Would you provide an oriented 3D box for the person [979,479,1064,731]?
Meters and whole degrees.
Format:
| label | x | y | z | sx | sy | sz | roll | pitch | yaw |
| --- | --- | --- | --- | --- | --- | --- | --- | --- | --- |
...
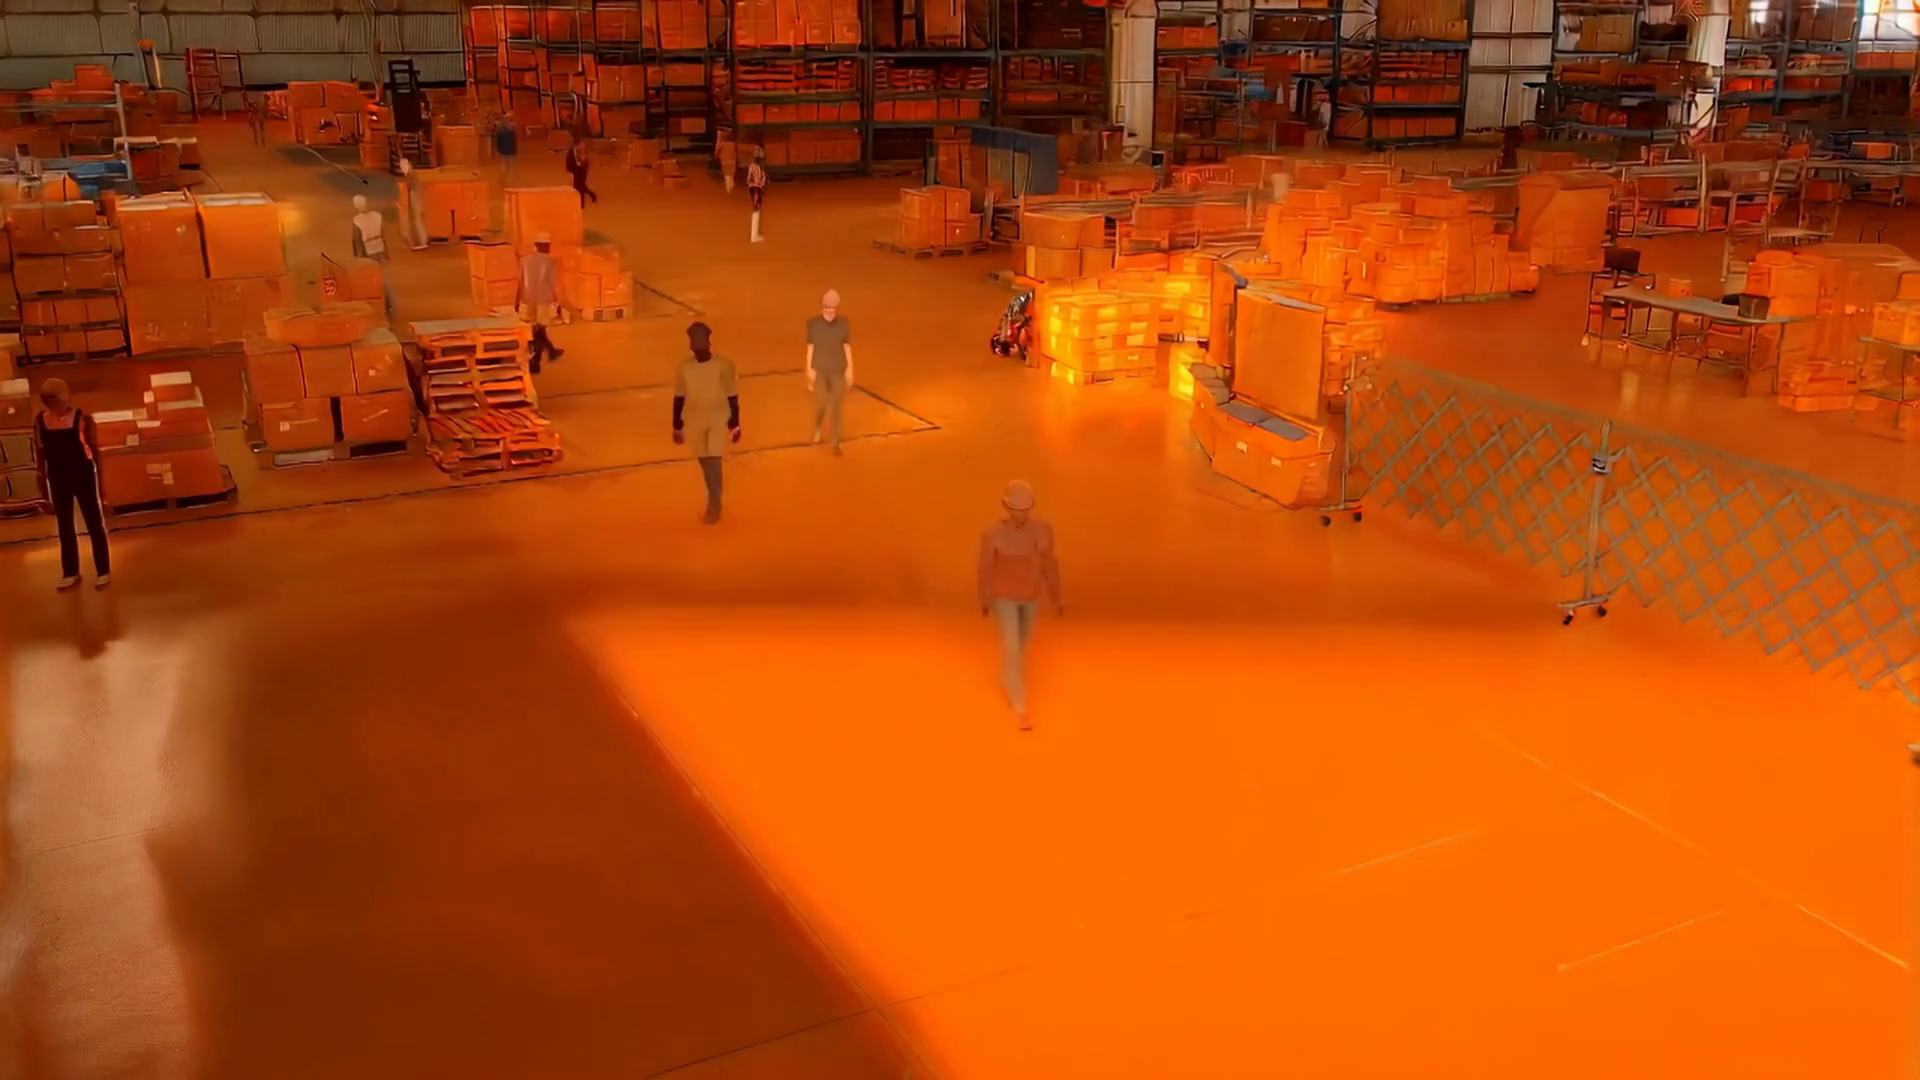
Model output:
| label | x | y | z | sx | sy | sz | roll | pitch | yaw |
| --- | --- | --- | --- | --- | --- | --- | --- | --- | --- |
| person | 0.415 | 0.412 | 11.421 | 0.534 | 1.714 | 0.905 | -6 | 19 | -17 |

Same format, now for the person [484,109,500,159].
| label | x | y | z | sx | sy | sz | roll | pitch | yaw |
| --- | --- | --- | --- | --- | --- | --- | --- | --- | --- |
| person | -15.071 | -13.127 | 53.804 | 0.824 | 1.595 | 0.545 | 16 | 24 | 42 |

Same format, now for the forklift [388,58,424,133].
| label | x | y | z | sx | sy | sz | roll | pitch | yaw |
| --- | --- | --- | --- | --- | --- | --- | --- | --- | --- |
| forklift | -21.809 | -17.459 | 65.263 | 1.129 | 2.768 | 1.873 | -9 | 20 | -26 |

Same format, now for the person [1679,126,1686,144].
| label | x | y | z | sx | sy | sz | roll | pitch | yaw |
| --- | --- | --- | --- | --- | --- | --- | --- | --- | --- |
| person | 21.231 | -11.549 | 48.720 | 0.914 | 1.715 | 0.530 | 3 | 18 | 9 |

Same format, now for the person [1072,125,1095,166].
| label | x | y | z | sx | sy | sz | roll | pitch | yaw |
| --- | --- | --- | --- | --- | --- | --- | --- | --- | --- |
| person | 3.292 | -10.087 | 44.060 | 0.945 | 1.788 | 0.592 | -11 | 21 | -32 |

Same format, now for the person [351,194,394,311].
| label | x | y | z | sx | sy | sz | roll | pitch | yaw |
| --- | --- | --- | --- | --- | --- | --- | --- | --- | --- |
| person | -9.651 | -4.668 | 27.023 | 1.004 | 1.862 | 0.610 | 9 | 20 | 25 |

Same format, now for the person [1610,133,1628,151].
| label | x | y | z | sx | sy | sz | roll | pitch | yaw |
| --- | --- | --- | --- | --- | --- | --- | --- | --- | --- |
| person | 20.785 | -12.736 | 52.482 | 0.546 | 1.661 | 0.752 | 12 | 21 | 32 |

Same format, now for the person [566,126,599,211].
| label | x | y | z | sx | sy | sz | roll | pitch | yaw |
| --- | --- | --- | --- | --- | --- | --- | --- | --- | --- |
| person | -9.167 | -9.010 | 40.278 | 0.720 | 2.000 | 0.694 | -7 | 19 | -22 |

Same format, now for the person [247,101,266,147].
| label | x | y | z | sx | sy | sz | roll | pitch | yaw |
| --- | --- | --- | --- | --- | --- | --- | --- | --- | --- |
| person | -24.876 | -14.703 | 58.751 | 0.545 | 1.588 | 0.888 | -14 | 22 | -36 |

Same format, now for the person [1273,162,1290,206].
| label | x | y | z | sx | sy | sz | roll | pitch | yaw |
| --- | --- | --- | --- | --- | --- | --- | --- | --- | --- |
| person | 6.938 | -7.302 | 35.669 | 0.842 | 1.580 | 0.519 | -9 | 20 | -26 |

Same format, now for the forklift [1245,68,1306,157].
| label | x | y | z | sx | sy | sz | roll | pitch | yaw |
| --- | --- | --- | --- | --- | --- | --- | --- | --- | --- |
| forklift | 10.528 | -14.181 | 55.044 | 1.129 | 2.768 | 1.873 | -9 | 20 | -26 |

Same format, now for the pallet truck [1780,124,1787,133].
| label | x | y | z | sx | sy | sz | roll | pitch | yaw |
| --- | --- | --- | --- | --- | --- | --- | --- | --- | --- |
| pallet truck | 25.206 | -12.542 | 52.601 | 1.601 | 1.201 | 0.680 | 0 | 18 | -2 |

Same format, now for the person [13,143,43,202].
| label | x | y | z | sx | sy | sz | roll | pitch | yaw |
| --- | --- | --- | --- | --- | --- | --- | --- | --- | --- |
| person | -20.758 | -7.910 | 37.123 | 0.571 | 1.876 | 0.353 | 0 | 18 | -1 |

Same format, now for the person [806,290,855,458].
| label | x | y | z | sx | sy | sz | roll | pitch | yaw |
| --- | --- | --- | --- | --- | --- | --- | --- | --- | --- |
| person | -1.423 | -1.827 | 18.207 | 0.520 | 1.848 | 0.435 | -5 | 18 | -14 |

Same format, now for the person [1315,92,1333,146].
| label | x | y | z | sx | sy | sz | roll | pitch | yaw |
| --- | --- | --- | --- | --- | --- | --- | --- | --- | --- |
| person | 12.839 | -14.738 | 58.339 | 0.541 | 1.919 | 0.552 | -10 | 20 | -28 |

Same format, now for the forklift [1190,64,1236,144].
| label | x | y | z | sx | sy | sz | roll | pitch | yaw |
| --- | --- | --- | --- | --- | --- | --- | --- | --- | --- |
| forklift | 9.147 | -15.252 | 58.383 | 1.129 | 2.768 | 1.873 | -9 | 20 | -27 |

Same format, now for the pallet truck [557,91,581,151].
| label | x | y | z | sx | sy | sz | roll | pitch | yaw |
| --- | --- | --- | --- | --- | --- | --- | --- | --- | --- |
| pallet truck | -13.495 | -14.412 | 57.188 | 0.823 | 1.965 | 1.885 | -3 | 18 | -9 |

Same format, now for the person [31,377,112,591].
| label | x | y | z | sx | sy | sz | roll | pitch | yaw |
| --- | --- | --- | --- | --- | --- | --- | --- | --- | --- |
| person | -7.468 | -0.474 | 13.985 | 0.516 | 1.841 | 0.326 | -3 | 18 | -9 |

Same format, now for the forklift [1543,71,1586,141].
| label | x | y | z | sx | sy | sz | roll | pitch | yaw |
| --- | --- | --- | --- | --- | --- | --- | --- | --- | --- |
| forklift | 18.685 | -13.231 | 52.085 | 1.873 | 2.768 | 1.129 | -9 | 20 | -26 |

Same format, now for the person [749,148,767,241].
| label | x | y | z | sx | sy | sz | roll | pitch | yaw |
| --- | --- | --- | --- | --- | --- | --- | --- | --- | --- |
| person | -4.250 | -7.269 | 35.040 | 0.385 | 1.930 | 0.539 | -3 | 18 | -9 |

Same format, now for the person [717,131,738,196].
| label | x | y | z | sx | sy | sz | roll | pitch | yaw |
| --- | --- | --- | --- | --- | --- | --- | --- | --- | --- |
| person | -6.060 | -9.830 | 43.455 | 0.541 | 1.650 | 0.874 | -6 | 19 | -19 |

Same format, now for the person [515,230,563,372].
| label | x | y | z | sx | sy | sz | roll | pitch | yaw |
| --- | --- | --- | --- | --- | --- | --- | --- | --- | --- |
| person | -5.722 | -3.264 | 22.677 | 0.586 | 1.853 | 1.032 | 5 | 18 | 14 |

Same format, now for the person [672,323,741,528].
| label | x | y | z | sx | sy | sz | roll | pitch | yaw |
| --- | --- | --- | --- | --- | --- | --- | --- | --- | --- |
| person | -2.433 | -1.085 | 15.732 | 0.626 | 1.930 | 0.805 | 5 | 18 | 15 |

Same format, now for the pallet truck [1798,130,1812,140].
| label | x | y | z | sx | sy | sz | roll | pitch | yaw |
| --- | --- | --- | --- | --- | --- | --- | --- | --- | --- |
| pallet truck | 25.526 | -11.556 | 49.408 | 1.630 | 1.274 | 0.653 | -9 | 20 | -26 |

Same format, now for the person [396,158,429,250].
| label | x | y | z | sx | sy | sz | roll | pitch | yaw |
| --- | --- | --- | --- | --- | --- | --- | --- | --- | --- |
| person | -11.174 | -6.786 | 33.660 | 0.745 | 1.839 | 0.524 | 2 | 18 | 5 |

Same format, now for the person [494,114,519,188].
| label | x | y | z | sx | sy | sz | roll | pitch | yaw |
| --- | --- | --- | --- | --- | --- | --- | --- | --- | --- |
| person | -12.312 | -10.567 | 45.246 | 0.507 | 1.964 | 0.641 | 16 | 24 | 40 |

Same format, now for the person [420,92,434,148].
| label | x | y | z | sx | sy | sz | roll | pitch | yaw |
| --- | --- | --- | --- | --- | --- | --- | --- | --- | --- |
| person | -18.711 | -14.744 | 58.370 | 0.588 | 1.911 | 0.397 | 14 | 23 | 37 |
